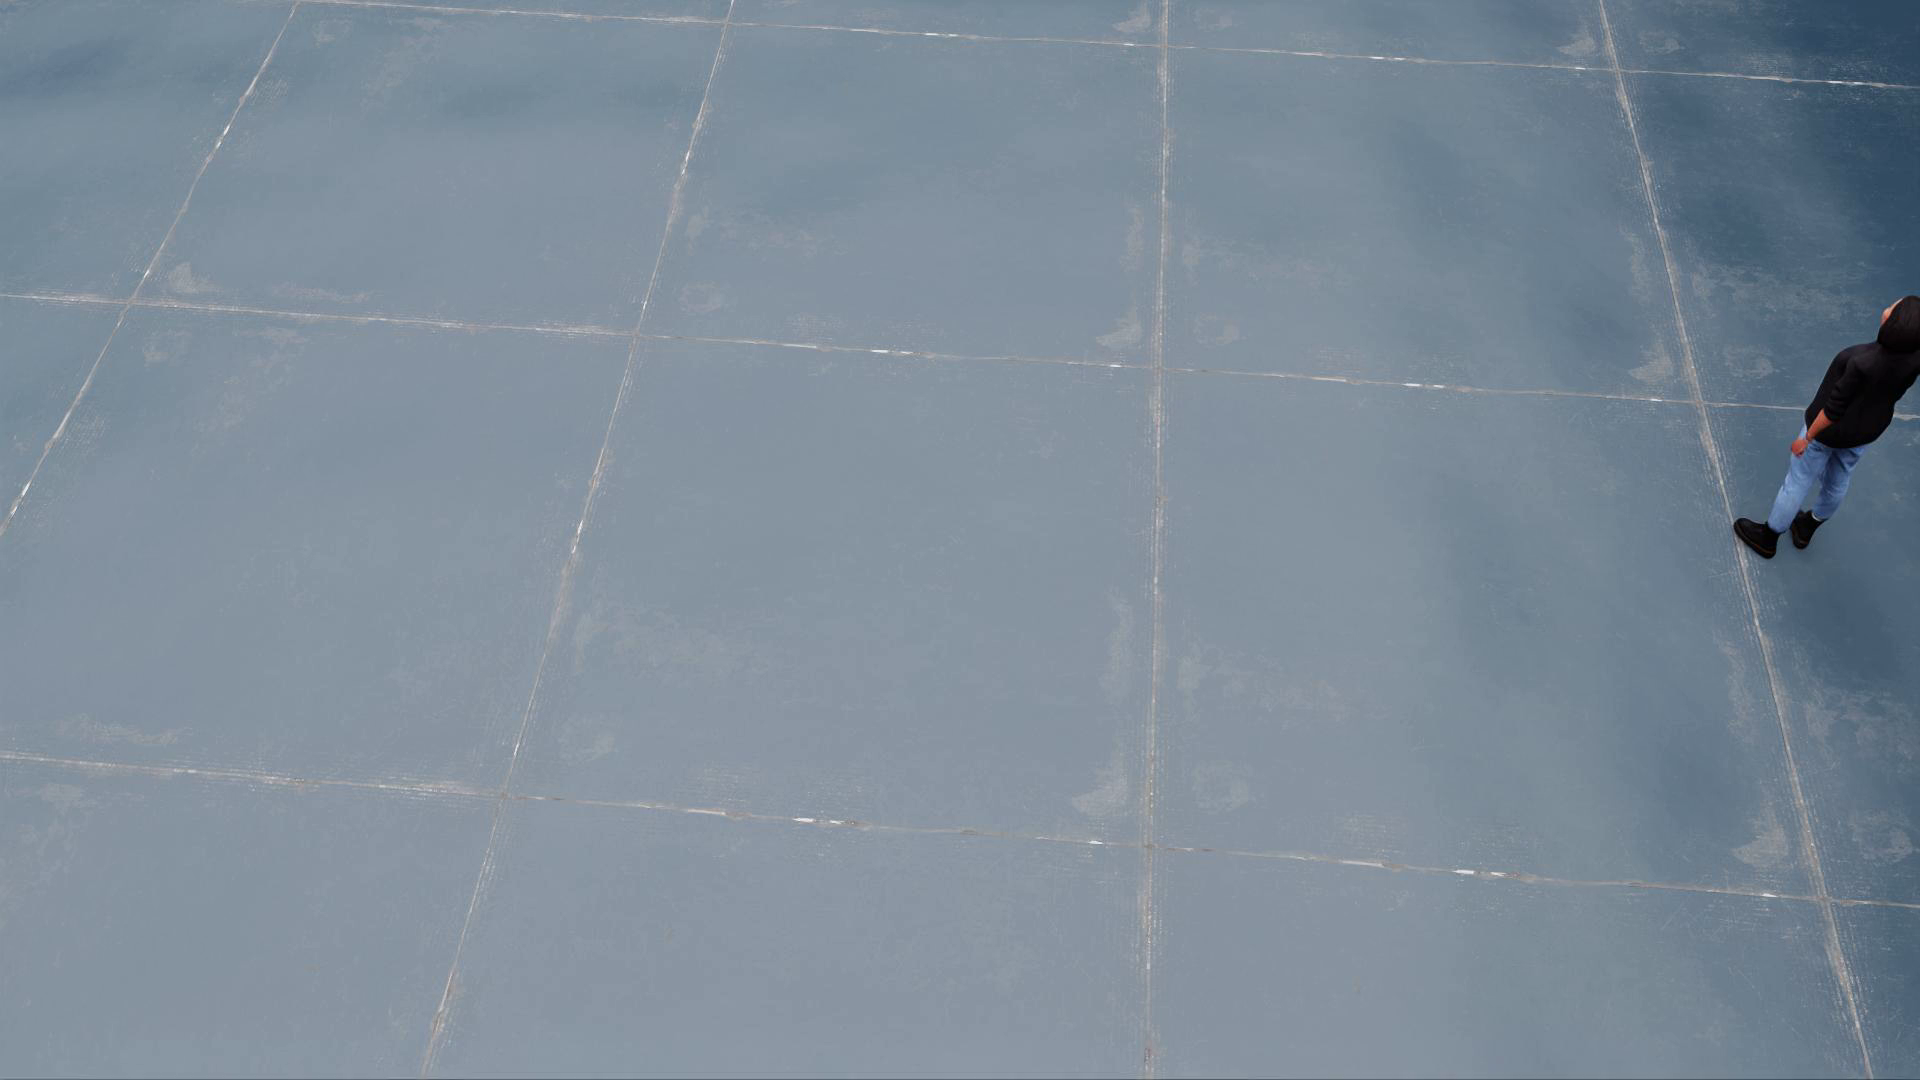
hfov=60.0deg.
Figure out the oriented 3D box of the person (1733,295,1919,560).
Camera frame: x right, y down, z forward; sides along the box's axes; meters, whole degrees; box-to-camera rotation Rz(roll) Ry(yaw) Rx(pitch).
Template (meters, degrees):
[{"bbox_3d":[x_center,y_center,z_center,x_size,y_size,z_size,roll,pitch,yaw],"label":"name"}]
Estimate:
[{"bbox_3d":[4.222,-0.519,7.960,0.566,1.701,0.692,-9,53,-7],"label":"person"}]
